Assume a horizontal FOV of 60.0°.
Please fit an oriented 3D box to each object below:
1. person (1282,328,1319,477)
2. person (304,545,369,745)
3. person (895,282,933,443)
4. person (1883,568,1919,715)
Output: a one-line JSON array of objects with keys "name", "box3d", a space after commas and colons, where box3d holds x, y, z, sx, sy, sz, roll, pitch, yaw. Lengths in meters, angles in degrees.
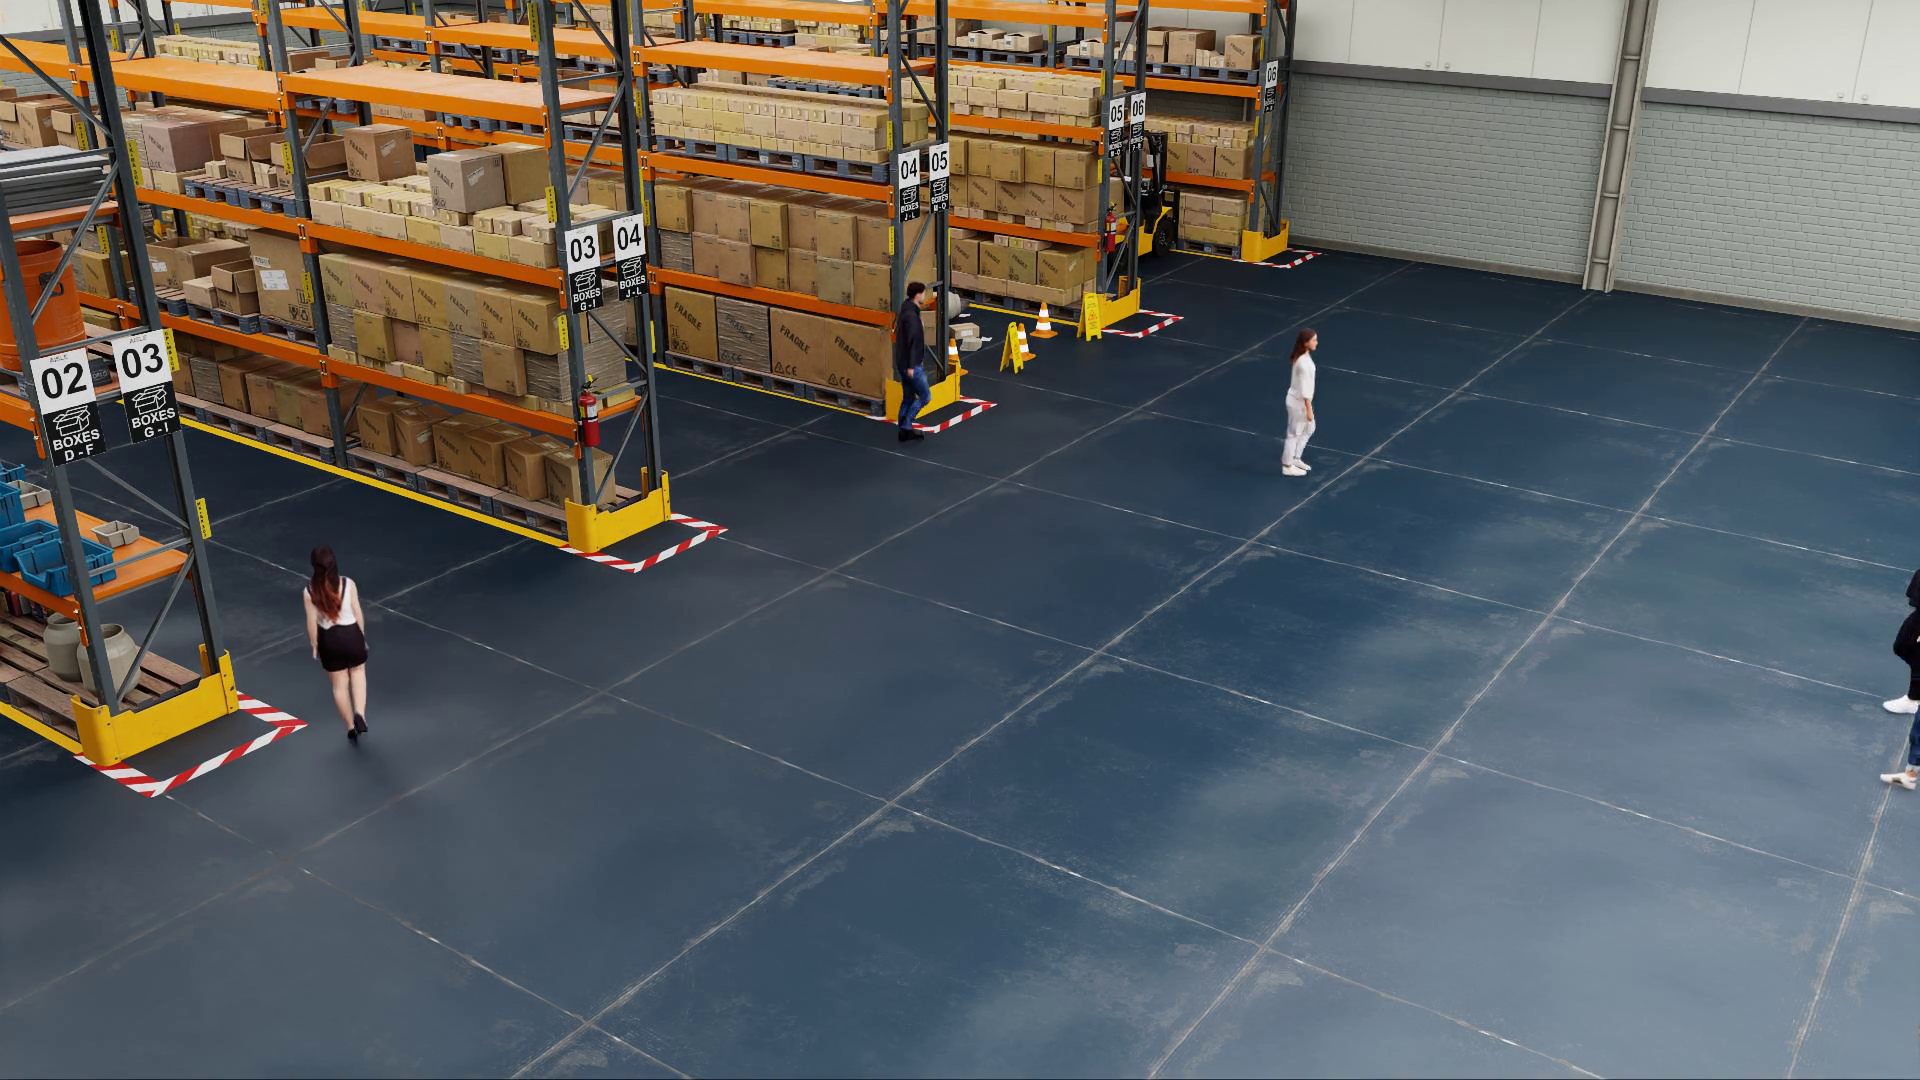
[{"name": "person", "box3d": [3.633, -1.502, 18.160, 0.745, 1.681, 0.732, 3, 23, 7]}, {"name": "person", "box3d": [-4.720, 0.841, 12.704, 0.695, 1.640, 0.761, -11, 26, -25]}, {"name": "person", "box3d": [-0.672, -2.023, 19.155, 0.862, 1.861, 0.795, -3, 23, -8]}, {"name": "person", "box3d": [7.739, 0.659, 13.143, 0.756, 1.630, 0.712, 7, 24, 17]}]
